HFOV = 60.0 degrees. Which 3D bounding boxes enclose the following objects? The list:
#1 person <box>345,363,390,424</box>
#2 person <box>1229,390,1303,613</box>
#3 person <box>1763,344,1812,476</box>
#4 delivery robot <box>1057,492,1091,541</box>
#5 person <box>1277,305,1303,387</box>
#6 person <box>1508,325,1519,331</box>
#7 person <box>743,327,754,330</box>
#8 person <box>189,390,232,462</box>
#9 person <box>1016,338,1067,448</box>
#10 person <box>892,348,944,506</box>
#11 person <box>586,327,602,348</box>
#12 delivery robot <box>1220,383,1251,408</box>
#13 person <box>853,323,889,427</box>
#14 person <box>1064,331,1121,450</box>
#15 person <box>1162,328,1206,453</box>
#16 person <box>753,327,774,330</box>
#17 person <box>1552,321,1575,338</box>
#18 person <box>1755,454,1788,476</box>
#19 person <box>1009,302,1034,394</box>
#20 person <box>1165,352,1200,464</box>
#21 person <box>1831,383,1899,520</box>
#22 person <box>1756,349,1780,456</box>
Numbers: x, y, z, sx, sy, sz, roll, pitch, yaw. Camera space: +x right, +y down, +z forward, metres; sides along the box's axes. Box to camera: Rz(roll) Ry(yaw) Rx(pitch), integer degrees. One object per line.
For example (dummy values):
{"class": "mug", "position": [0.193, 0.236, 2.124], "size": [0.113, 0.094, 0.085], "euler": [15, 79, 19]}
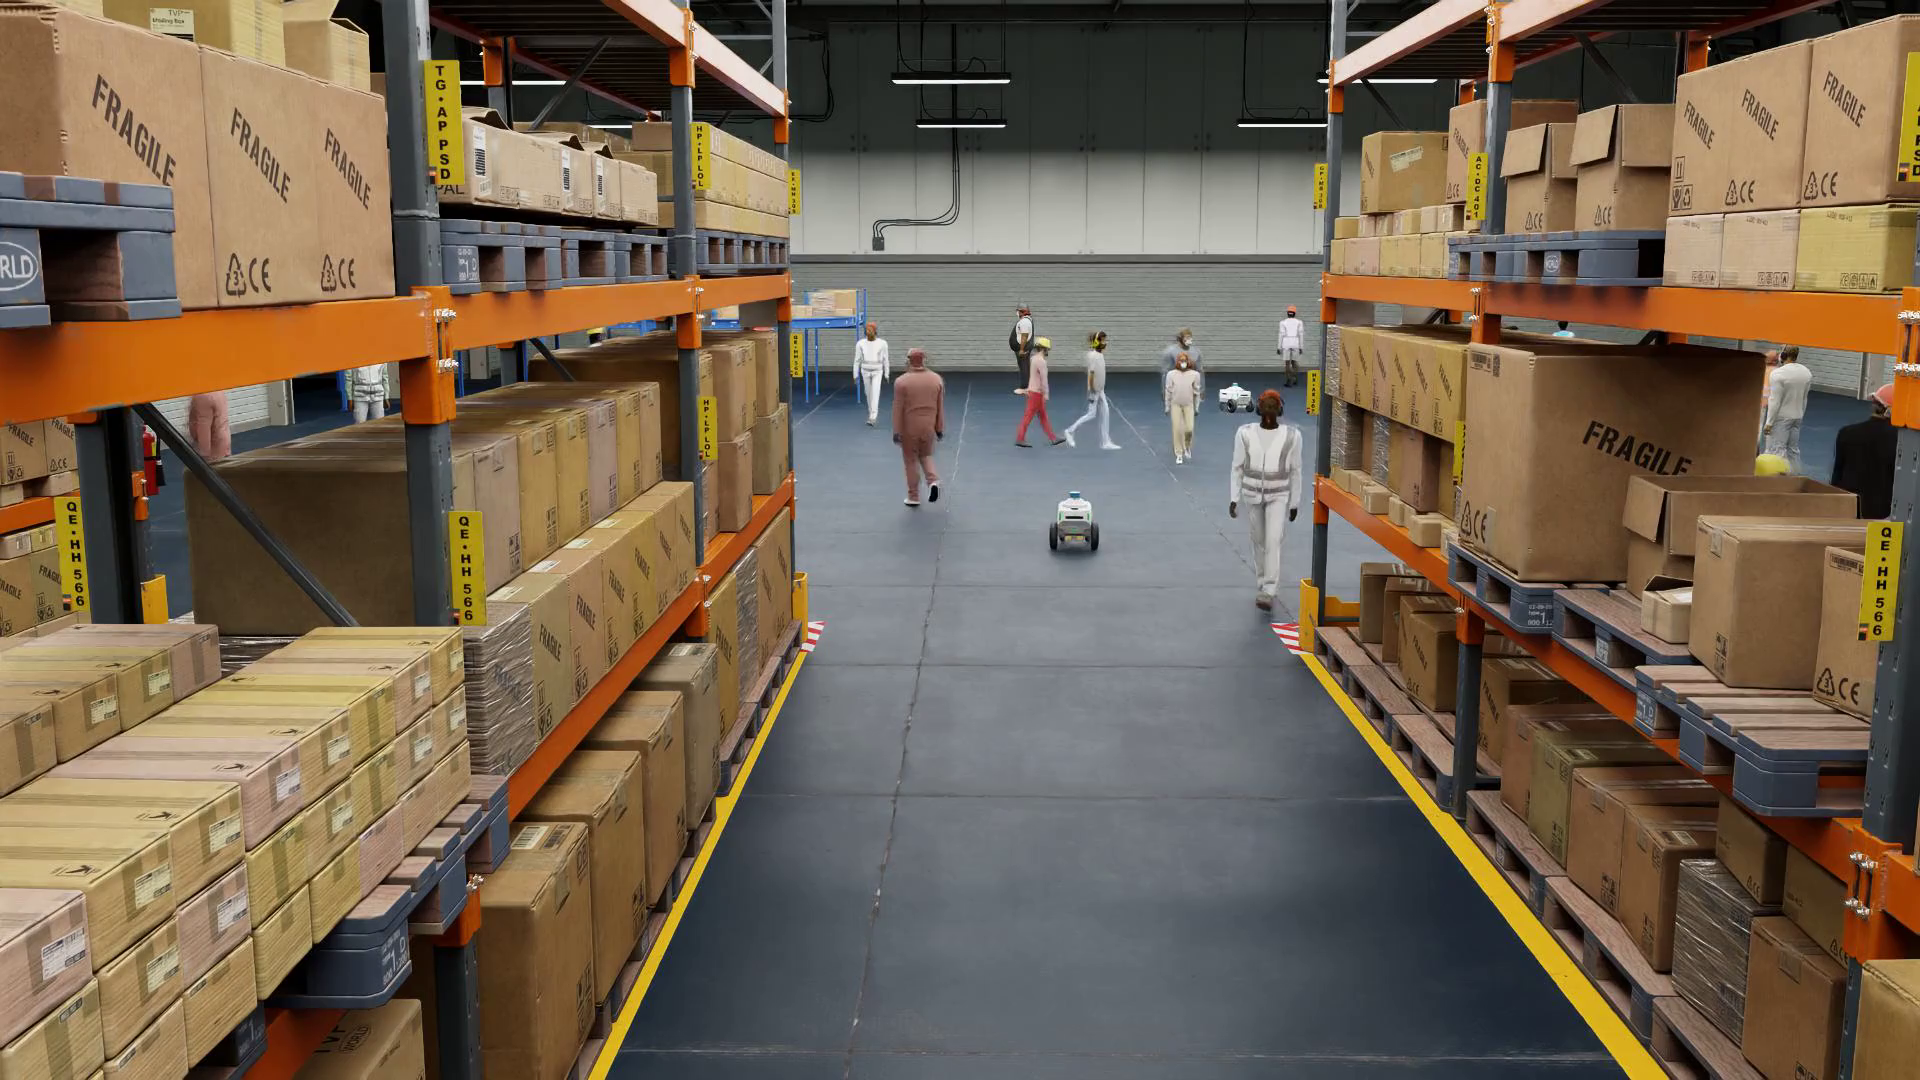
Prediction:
{"class": "person", "position": [-8.462, -2.029, 23.772], "size": [0.614, 1.946, 0.389], "euler": [-6, 11, -33]}
{"class": "person", "position": [2.570, -0.338, 14.002], "size": [0.572, 1.836, 1.003], "euler": [4, 10, 21]}
{"class": "person", "position": [10.116, -1.461, 20.404], "size": [0.631, 1.940, 0.372], "euler": [-5, 11, -26]}
{"class": "delivery robot", "position": [1.181, -0.256, 17.164], "size": [0.477, 0.478, 0.707], "euler": [1, 10, 4]}
{"class": "person", "position": [7.716, -4.540, 38.940], "size": [0.574, 1.903, 0.500], "euler": [-1, 10, -7]}
{"class": "person", "position": [10.898, -3.443, 33.078], "size": [0.532, 1.669, 0.822], "euler": [-3, 10, -20]}
{"class": "person", "position": [-3.827, -3.066, 30.284], "size": [0.563, 1.847, 0.393], "euler": [0, 9, 2]}
{"class": "person", "position": [-7.986, -1.005, 17.890], "size": [0.545, 1.875, 0.857], "euler": [-1, 10, -7]}
{"class": "person", "position": [1.274, -2.308, 26.133], "size": [0.871, 1.701, 0.559], "euler": [-2, 10, -12]}
{"class": "person", "position": [-0.507, -1.338, 19.791], "size": [0.667, 1.890, 0.474], "euler": [-5, 11, -27]}
{"class": "person", "position": [-6.068, -2.697, 28.007], "size": [1.002, 1.880, 0.607], "euler": [5, 11, 27]}
{"class": "delivery robot", "position": [5.391, -2.832, 32.595], "size": [0.477, 0.478, 0.707], "euler": [-4, 10, -21]}
{"class": "person", "position": [-1.588, -2.945, 29.628], "size": [0.605, 1.825, 1.015], "euler": [1, 10, 9]}
{"class": "person", "position": [2.070, -2.335, 25.951], "size": [0.838, 1.846, 0.521], "euler": [4, 10, 24]}
{"class": "person", "position": [3.459, -2.266, 25.336], "size": [0.656, 1.900, 0.916], "euler": [-4, 10, -21]}
{"class": "person", "position": [-2.963, -2.334, 25.305], "size": [0.614, 2.047, 0.357], "euler": [-7, 12, -36]}
{"class": "person", "position": [13.224, -4.029, 36.528], "size": [0.549, 1.681, 0.361], "euler": [5, 11, 28]}
{"class": "person", "position": [4.987, 0.326, 10.368], "size": [0.538, 1.719, 0.923], "euler": [-4, 10, -20]}
{"class": "person", "position": [1.364, -4.264, 37.015], "size": [0.539, 2.000, 0.689], "euler": [2, 10, 10]}
{"class": "person", "position": [3.214, -1.915, 24.076], "size": [0.504, 1.622, 0.379], "euler": [1, 10, 5]}
{"class": "person", "position": [7.164, -0.257, 13.110], "size": [0.648, 1.959, 0.543], "euler": [9, 13, 43]}
{"class": "person", "position": [12.080, -2.046, 24.875], "size": [0.525, 1.612, 0.736], "euler": [5, 11, 29]}
